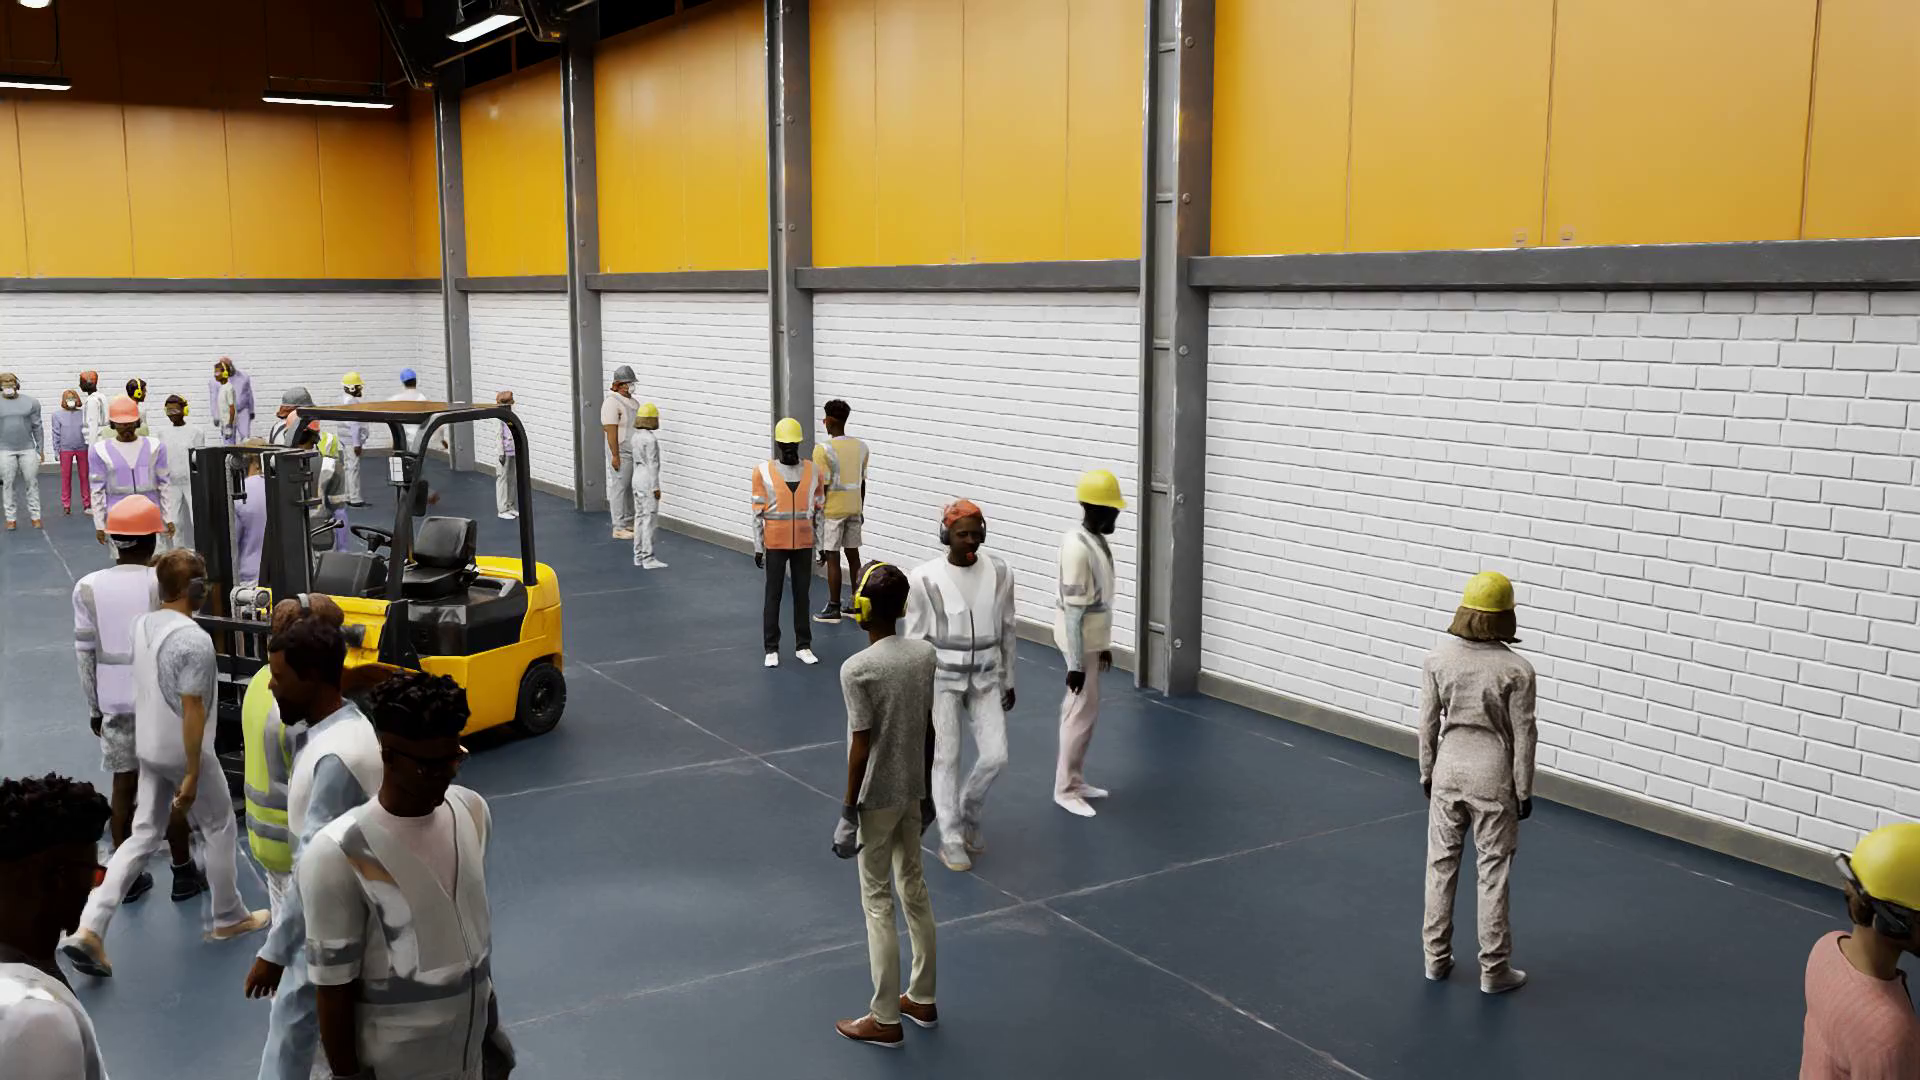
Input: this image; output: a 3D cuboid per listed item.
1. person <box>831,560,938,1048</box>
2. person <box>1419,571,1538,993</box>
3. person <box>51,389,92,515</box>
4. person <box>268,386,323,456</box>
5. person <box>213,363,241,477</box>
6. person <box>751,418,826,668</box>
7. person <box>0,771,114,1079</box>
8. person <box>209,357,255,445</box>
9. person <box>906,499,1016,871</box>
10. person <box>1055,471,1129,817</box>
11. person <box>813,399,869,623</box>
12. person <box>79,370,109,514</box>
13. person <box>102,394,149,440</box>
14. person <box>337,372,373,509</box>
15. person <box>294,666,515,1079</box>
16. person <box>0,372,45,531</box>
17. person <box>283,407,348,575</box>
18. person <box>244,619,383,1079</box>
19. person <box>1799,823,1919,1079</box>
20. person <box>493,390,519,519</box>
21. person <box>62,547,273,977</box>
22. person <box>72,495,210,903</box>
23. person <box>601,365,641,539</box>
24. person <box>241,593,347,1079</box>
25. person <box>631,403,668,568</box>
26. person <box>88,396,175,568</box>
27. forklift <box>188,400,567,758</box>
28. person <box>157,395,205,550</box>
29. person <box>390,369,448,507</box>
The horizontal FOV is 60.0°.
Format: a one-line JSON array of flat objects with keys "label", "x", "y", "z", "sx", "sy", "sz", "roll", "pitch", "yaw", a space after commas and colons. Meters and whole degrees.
[{"label": "person", "x": -0.286, "y": 1.007, "z": 6.394, "sx": 0.309, "sy": 1.868, "sz": 0.535, "roll": 7, "pitch": 11, "yaw": 38}, {"label": "person", "x": 2.150, "y": 0.992, "z": 6.913, "sx": 0.489, "sy": 1.743, "sz": 0.323, "roll": 7, "pitch": 11, "yaw": 40}, {"label": "person", "x": -11.569, "y": -1.151, "z": 21.728, "sx": 0.498, "sy": 1.633, "sz": 0.282, "roll": -5, "pitch": 10, "yaw": -33}, {"label": "person", "x": -6.127, "y": -0.424, "z": 15.460, "sx": 0.539, "sy": 2.000, "sz": 0.690, "roll": -6, "pitch": 10, "yaw": -36}, {"label": "person", "x": -10.778, "y": -1.667, "z": 24.426, "sx": 0.325, "sy": 1.869, "sz": 0.521, "roll": -6, "pitch": 10, "yaw": -33}, {"label": "person", "x": -1.315, "y": 0.017, "z": 12.870, "sx": 0.584, "sy": 1.927, "sz": 0.367, "roll": -3, "pitch": 9, "yaw": -21}, {"label": "person", "x": -1.807, "y": 1.427, "z": 3.421, "sx": 0.972, "sy": 1.900, "sz": 0.677, "roll": -6, "pitch": 10, "yaw": -33}, {"label": "person", "x": -11.850, "y": -2.055, "z": 27.118, "sx": 0.674, "sy": 1.848, "sz": 0.690, "roll": -4, "pitch": 10, "yaw": -28}, {"label": "person", "x": 0.018, "y": 0.725, "z": 8.277, "sx": 0.607, "sy": 1.867, "sz": 0.419, "roll": -3, "pitch": 9, "yaw": -19}, {"label": "person", "x": 0.723, "y": 0.566, "z": 9.280, "sx": 0.445, "sy": 1.915, "sz": 0.630, "roll": 2, "pitch": 9, "yaw": 14}, {"label": "person", "x": -1.062, "y": -0.255, "z": 14.572, "sx": 0.367, "sy": 1.966, "sz": 0.607, "roll": 7, "pitch": 11, "yaw": 41}, {"label": "person", "x": -11.285, "y": -1.274, "z": 21.743, "sx": 0.358, "sy": 1.880, "sz": 0.575, "roll": -2, "pitch": 9, "yaw": -16}, {"label": "person", "x": -9.277, "y": -0.744, "z": 18.540, "sx": 0.312, "sy": 1.768, "sz": 0.522, "roll": 6, "pitch": 11, "yaw": 37}, {"label": "person", "x": -8.112, "y": -1.329, "z": 22.255, "sx": 0.404, "sy": 1.833, "sz": 0.591, "roll": -5, "pitch": 10, "yaw": -32}, {"label": "person", "x": -1.368, "y": 1.285, "z": 4.221, "sx": 0.369, "sy": 1.958, "sz": 0.602, "roll": 4, "pitch": 9, "yaw": 23}, {"label": "person", "x": -11.501, "y": -1.076, "z": 20.249, "sx": 0.635, "sy": 1.929, "sz": 0.382, "roll": -5, "pitch": 10, "yaw": -33}, {"label": "person", "x": -4.902, "y": 0.024, "z": 12.492, "sx": 0.601, "sy": 2.035, "sz": 0.407, "roll": -2, "pitch": 9, "yaw": -13}, {"label": "person", "x": -2.027, "y": 1.188, "z": 5.163, "sx": 0.903, "sy": 1.878, "sz": 0.595, "roll": -4, "pitch": 9, "yaw": -25}, {"label": "person", "x": 1.999, "y": 1.469, "z": 3.678, "sx": 0.339, "sy": 1.755, "sz": 0.531, "roll": 2, "pitch": 9, "yaw": 13}, {"label": "person", "x": -5.800, "y": -1.092, "z": 21.296, "sx": 0.308, "sy": 1.645, "sz": 0.514, "roll": 1, "pitch": 9, "yaw": 7}, {"label": "person", "x": -3.414, "y": 0.941, "z": 7.094, "sx": 0.521, "sy": 1.804, "sz": 0.905, "roll": 5, "pitch": 10, "yaw": 28}, {"label": "person", "x": -3.862, "y": 0.753, "z": 7.875, "sx": 0.547, "sy": 1.938, "sz": 0.378, "roll": 0, "pitch": 8, "yaw": -2}, {"label": "person", "x": -3.903, "y": -1.044, "z": 19.638, "sx": 0.537, "sy": 2.000, "sz": 0.683, "roll": 2, "pitch": 9, "yaw": 13}, {"label": "person", "x": -2.276, "y": 1.097, "z": 5.876, "sx": 0.430, "sy": 1.845, "sz": 0.624, "roll": -6, "pitch": 11, "yaw": -37}, {"label": "person", "x": -3.276, "y": -0.574, "z": 17.500, "sx": 0.333, "sy": 1.735, "sz": 0.489, "roll": -6, "pitch": 10, "yaw": -34}, {"label": "person", "x": -6.919, "y": -0.188, "z": 13.927, "sx": 0.614, "sy": 2.029, "sz": 0.409, "roll": -6, "pitch": 10, "yaw": -36}, {"label": "forklift", "x": -3.529, "y": 0.258, "z": 10.348, "sx": 1.214, "sy": 2.155, "sz": 2.313, "roll": 4, "pitch": 9, "yaw": 25}, {"label": "person", "x": -7.921, "y": -0.556, "z": 16.970, "sx": 0.512, "sy": 1.862, "sz": 0.322, "roll": 1, "pitch": 8, "yaw": 4}, {"label": "person", "x": -7.198, "y": -1.321, "z": 22.068, "sx": 0.640, "sy": 1.880, "sz": 1.002, "roll": 2, "pitch": 9, "yaw": 11}]
